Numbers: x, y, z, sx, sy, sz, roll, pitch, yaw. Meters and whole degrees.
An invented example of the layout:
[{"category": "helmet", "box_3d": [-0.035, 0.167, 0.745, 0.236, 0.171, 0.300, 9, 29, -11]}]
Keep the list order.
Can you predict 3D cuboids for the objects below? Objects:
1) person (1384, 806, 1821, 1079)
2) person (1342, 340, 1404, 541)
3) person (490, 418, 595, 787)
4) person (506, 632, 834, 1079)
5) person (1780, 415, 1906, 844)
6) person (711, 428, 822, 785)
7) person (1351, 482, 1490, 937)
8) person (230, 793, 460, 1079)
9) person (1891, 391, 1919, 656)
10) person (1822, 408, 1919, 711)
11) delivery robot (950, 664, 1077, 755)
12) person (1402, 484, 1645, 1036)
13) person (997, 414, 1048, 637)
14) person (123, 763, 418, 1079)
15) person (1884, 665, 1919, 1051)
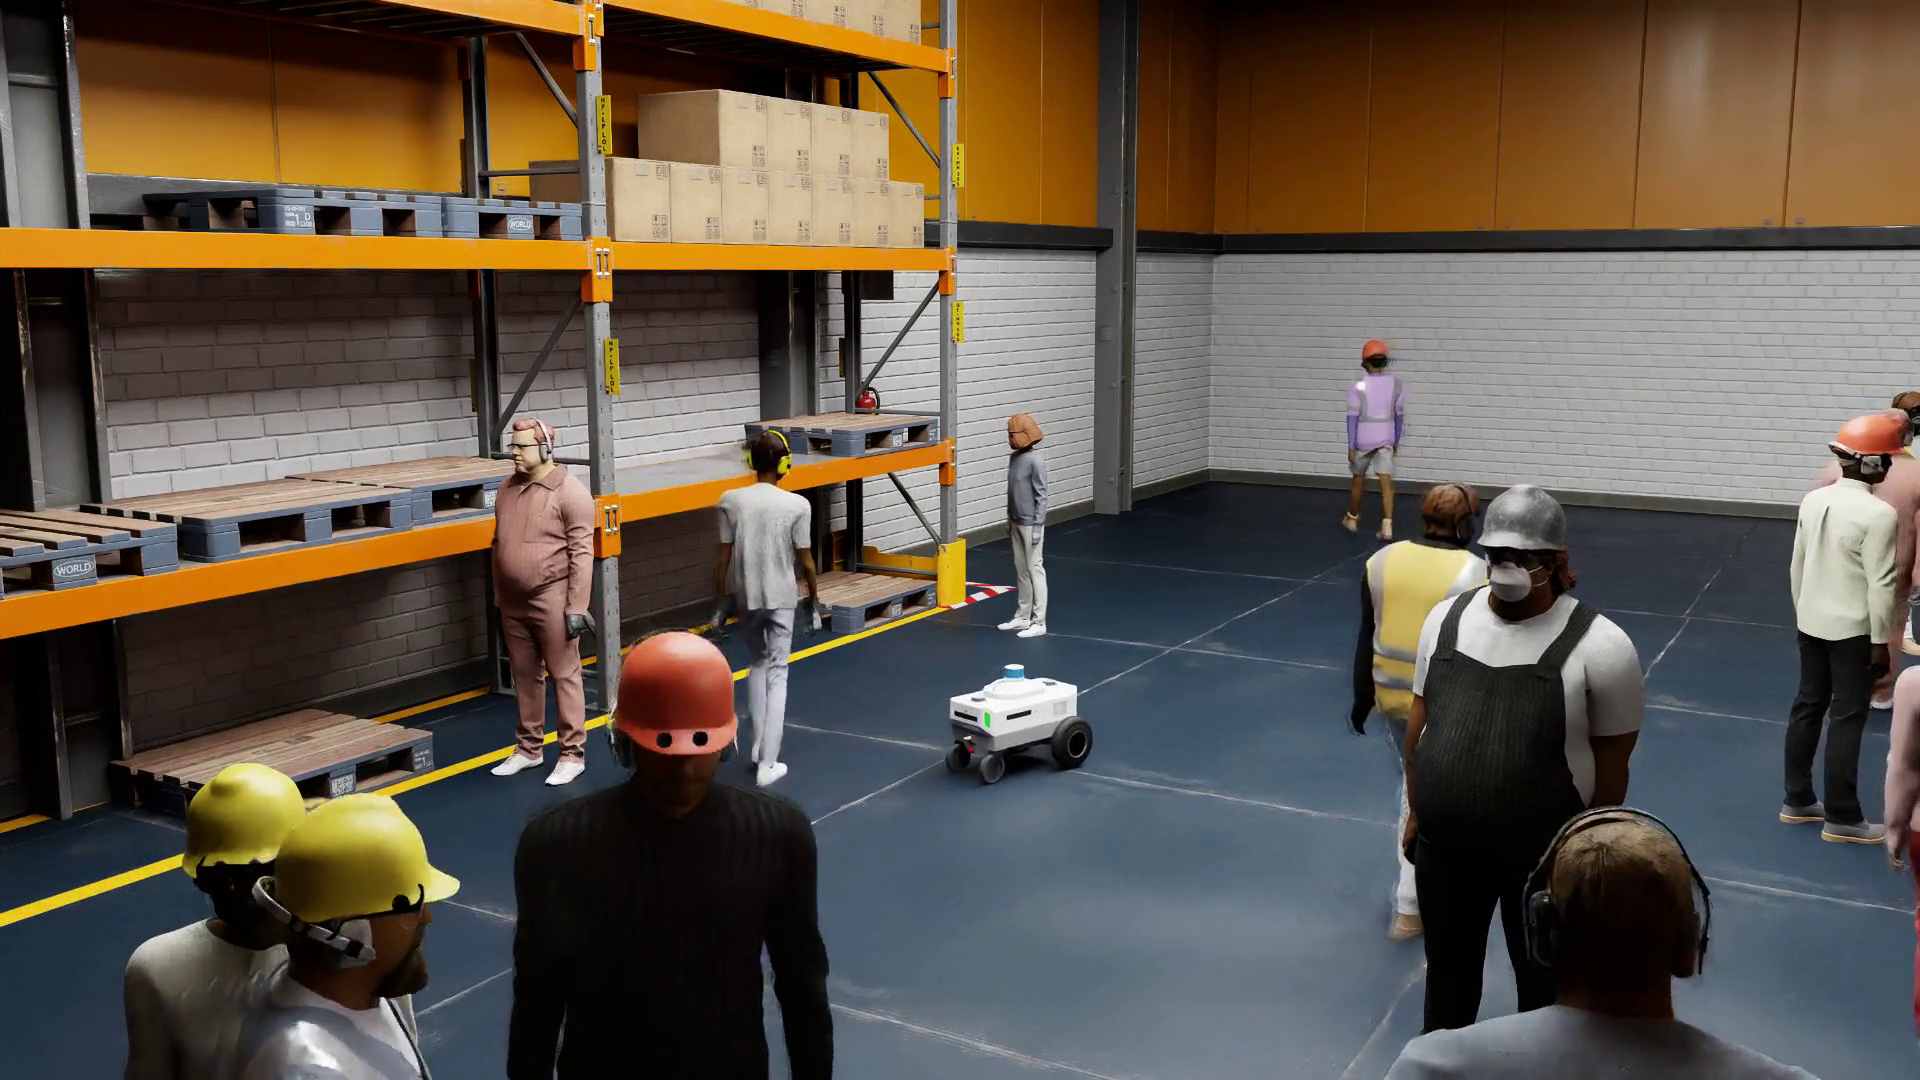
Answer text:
[{"category": "person", "box_3d": [0.898, 1.319, 2.361, 0.623, 1.918, 0.435, 3, 10, 20]}, {"category": "person", "box_3d": [4.147, -1.001, 16.673, 0.621, 1.990, 1.076, -1, 9, -5]}, {"category": "person", "box_3d": [-2.200, 0.318, 8.657, 0.642, 1.909, 0.409, 5, 10, 29]}, {"category": "person", "box_3d": [-0.549, 1.151, 3.264, 0.634, 1.965, 0.738, -3, 10, -18]}, {"category": "person", "box_3d": [4.159, 0.409, 7.808, 0.395, 1.994, 0.613, -1, 9, -9]}, {"category": "person", "box_3d": [-0.991, 0.334, 8.747, 0.554, 1.843, 0.621, 2, 9, 13]}, {"category": "person", "box_3d": [1.960, 0.668, 6.720, 0.642, 1.819, 0.661, -8, 12, -39]}, {"category": "person", "box_3d": [-1.110, 1.311, 2.784, 0.780, 1.807, 0.593, -3, 10, -20]}, {"category": "person", "box_3d": [6.507, -0.108, 11.516, 0.627, 1.844, 0.429, -2, 9, -10]}, {"category": "person", "box_3d": [5.387, 0.152, 9.817, 0.646, 1.871, 0.940, 6, 11, 35]}, {"category": "delivery robot", "box_3d": [0.288, 0.909, 8.877, 0.707, 0.478, 0.477, -8, 12, -41]}, {"category": "person", "box_3d": [1.600, 0.848, 4.930, 0.683, 2.000, 0.538, 8, 12, 40]}, {"category": "person", "box_3d": [0.473, -0.108, 12.162, 0.285, 1.632, 0.501, -4, 10, -23]}, {"category": "person", "box_3d": [-1.281, 1.274, 3.128, 0.533, 1.768, 0.310, -2, 9, -9]}, {"category": "person", "box_3d": [3.210, 0.942, 5.275, 0.521, 1.743, 0.697, 7, 11, 36]}]
